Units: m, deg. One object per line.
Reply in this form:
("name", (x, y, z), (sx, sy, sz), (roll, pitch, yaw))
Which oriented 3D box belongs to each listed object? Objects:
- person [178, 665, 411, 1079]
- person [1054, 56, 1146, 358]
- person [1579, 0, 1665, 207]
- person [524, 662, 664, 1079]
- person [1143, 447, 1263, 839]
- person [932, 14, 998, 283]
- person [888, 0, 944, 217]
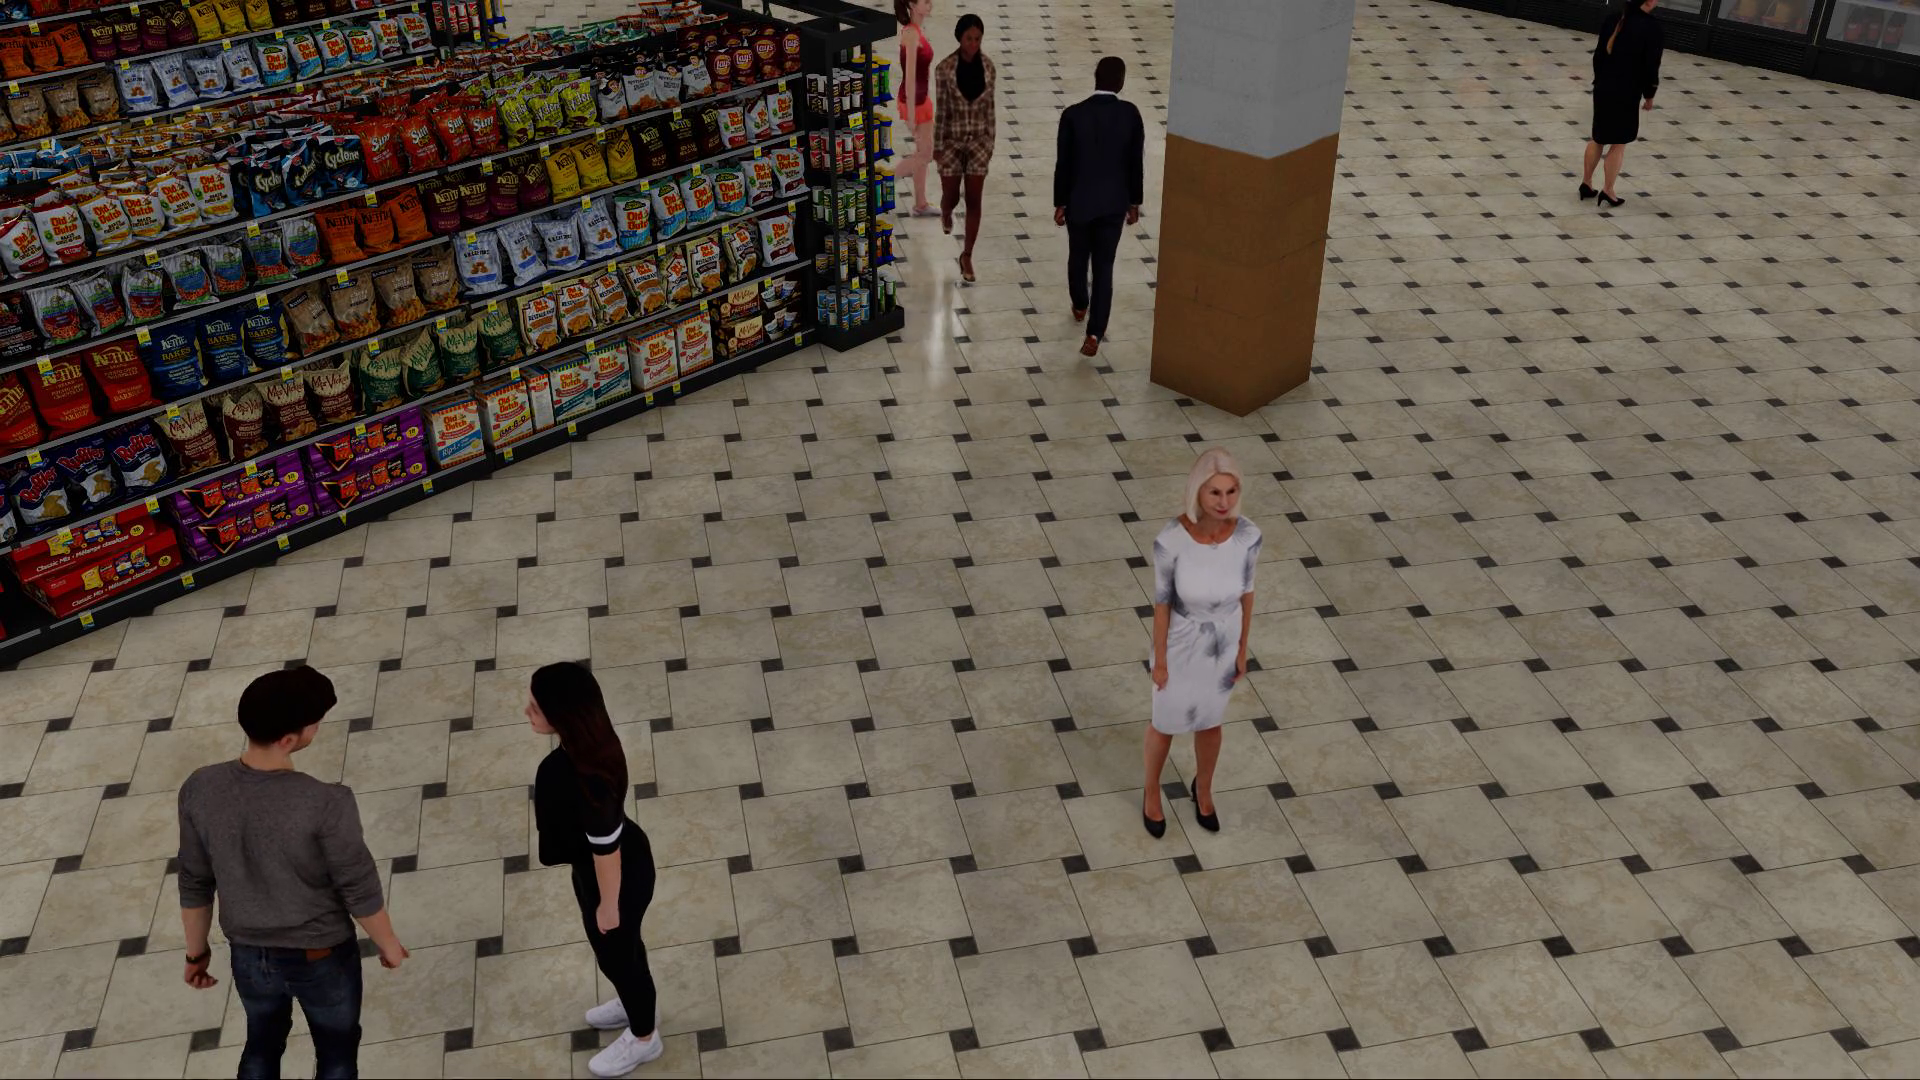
("person", (-2.005, 1.240, 4.866), (0.922, 1.861, 0.935), (-3, 32, -5))
("person", (0.838, -1.988, 10.121), (1.175, 1.790, 1.307), (3, 32, 4))
("person", (4.905, -3.322, 12.378), (0.709, 1.671, 0.760), (-18, 36, -26))
("person", (-1.140, 1.058, 5.372), (0.709, 1.636, 0.694), (-12, 34, -18))
("person", (0.897, 0.399, 6.325), (0.619, 1.746, 0.711), (-7, 33, -11))
("person", (0.001, -2.649, 11.201), (0.913, 1.772, 0.918), (-7, 33, -11))
("person", (-0.397, -3.143, 12.029), (0.952, 1.736, 0.861), (-5, 32, -7))
